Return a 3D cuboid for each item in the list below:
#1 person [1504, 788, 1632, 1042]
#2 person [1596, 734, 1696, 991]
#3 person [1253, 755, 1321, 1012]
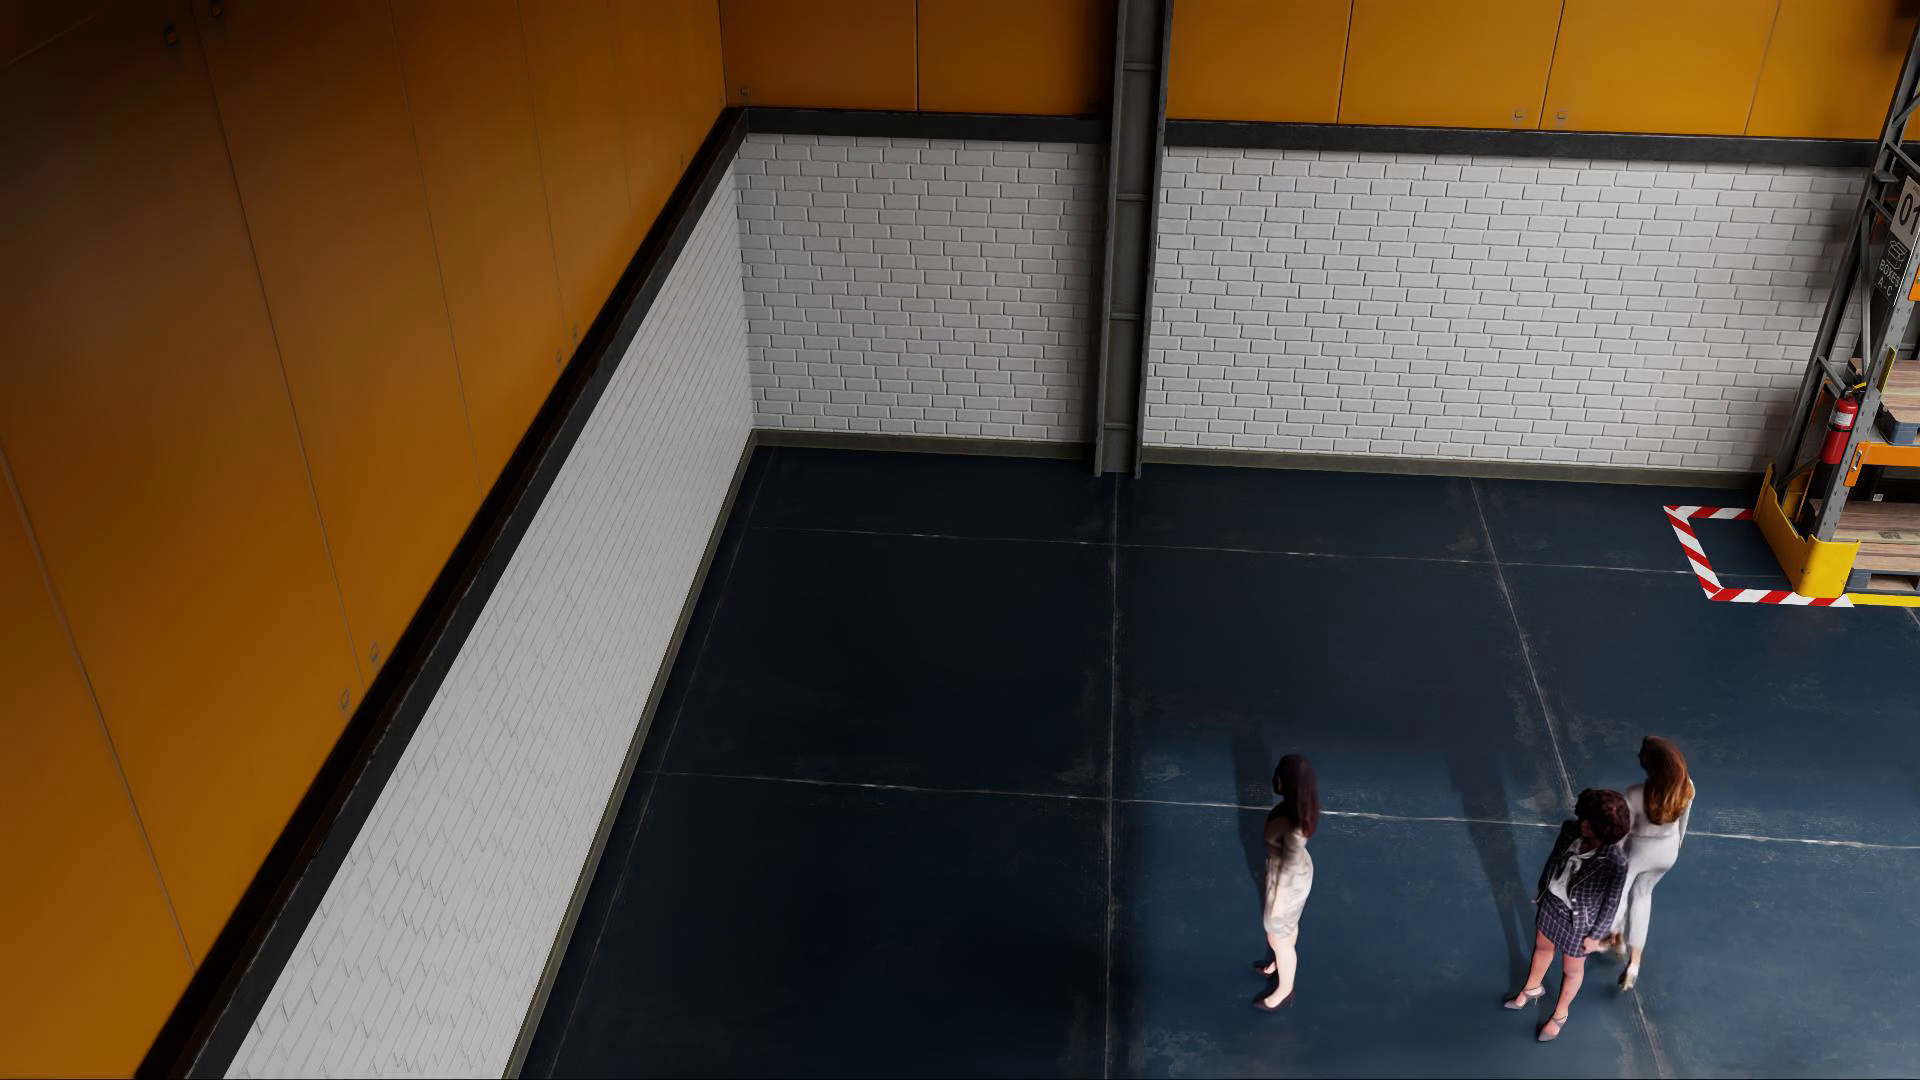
[{"bbox_3d":[3.254,1.981,8.850,0.715,1.702,0.703,-15,36,-21],"label":"person"},{"bbox_3d":[3.746,1.783,9.114,0.753,1.738,0.832,-1,34,-2],"label":"person"},{"bbox_3d":[1.772,1.852,9.008,0.565,1.743,0.608,8,34,11],"label":"person"}]
